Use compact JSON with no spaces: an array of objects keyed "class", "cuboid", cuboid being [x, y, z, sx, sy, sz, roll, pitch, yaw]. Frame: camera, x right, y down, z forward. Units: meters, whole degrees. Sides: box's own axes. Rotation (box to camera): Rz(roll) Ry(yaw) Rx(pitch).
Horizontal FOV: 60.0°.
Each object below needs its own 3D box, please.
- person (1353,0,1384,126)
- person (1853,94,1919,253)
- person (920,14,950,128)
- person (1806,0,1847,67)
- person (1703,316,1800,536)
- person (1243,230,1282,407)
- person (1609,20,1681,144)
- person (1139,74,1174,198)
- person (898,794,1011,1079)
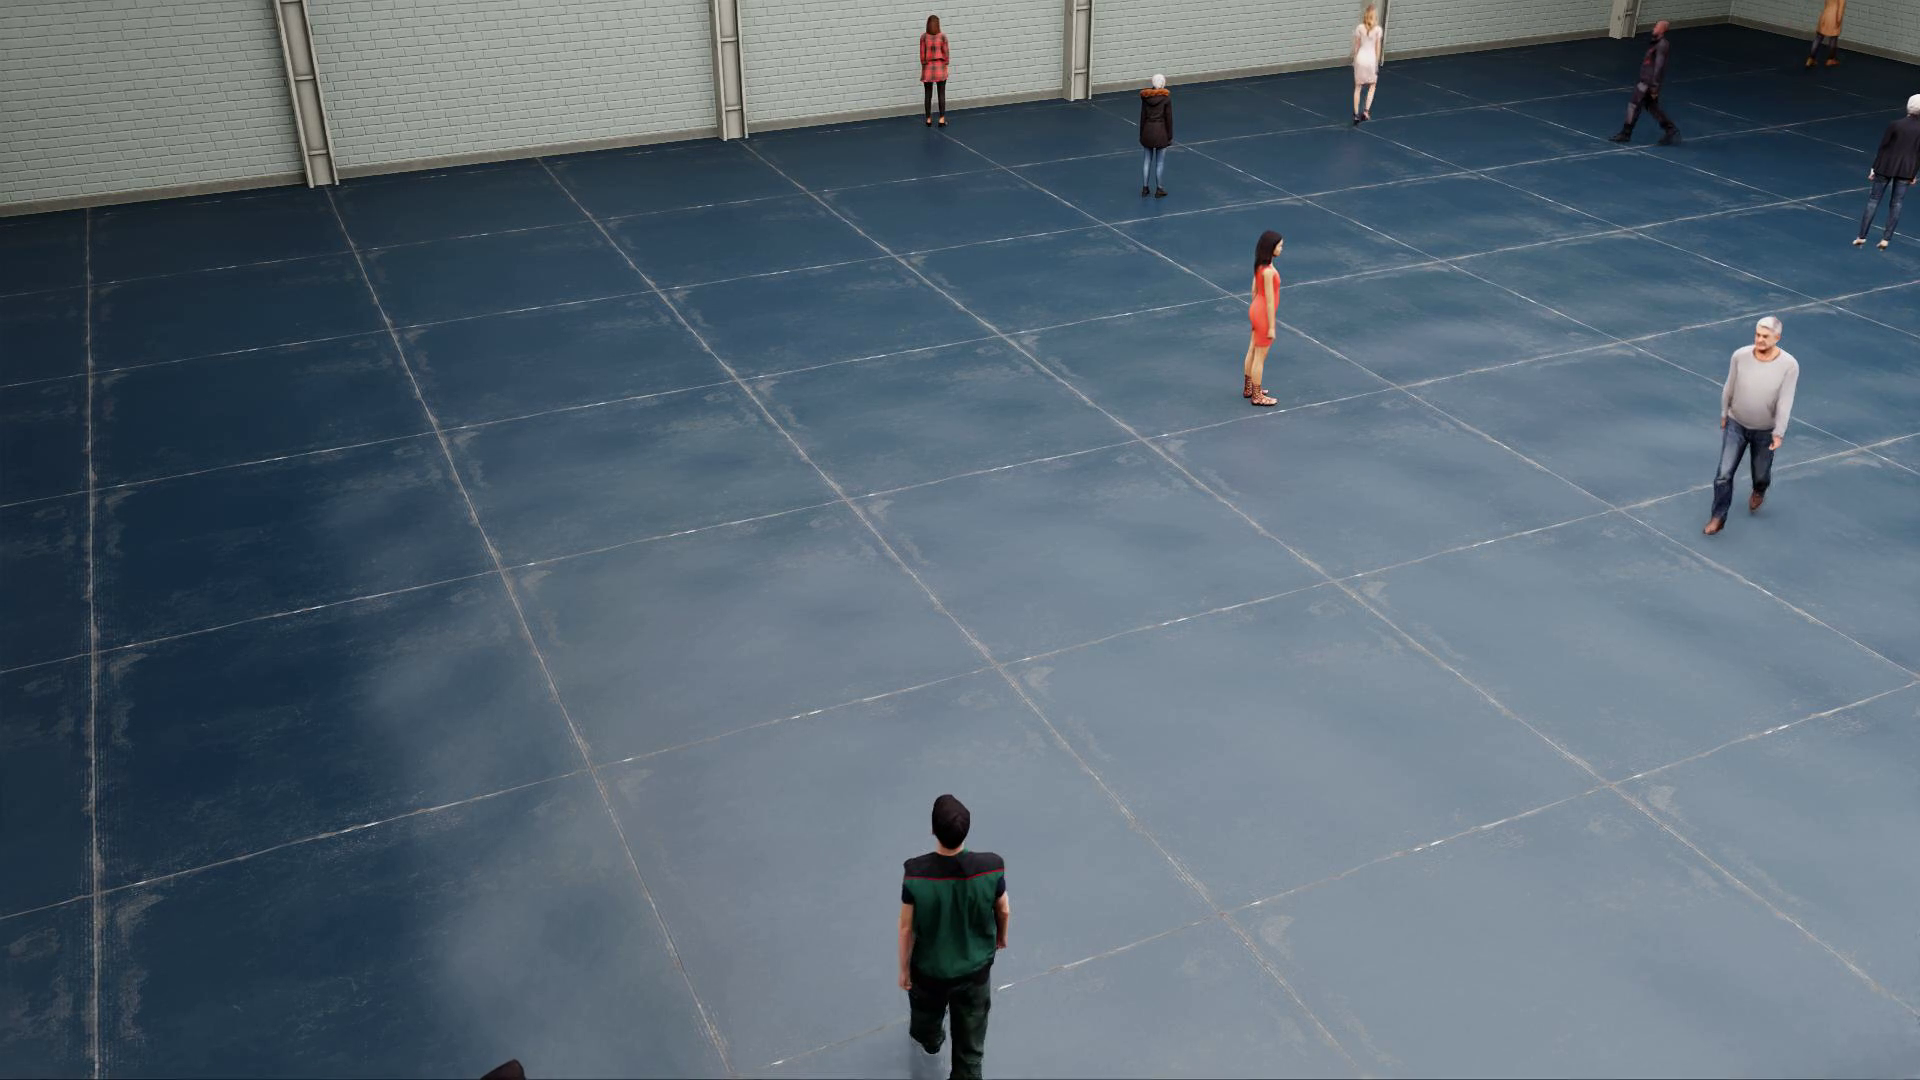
[{"class":"person","cuboid":[6.247,-7.331,25.740,0.769,1.817,0.830,14,31,24]},{"class":"person","cuboid":[10.376,-4.110,18.524,0.823,1.782,0.787,11,30,19]},{"class":"person","cuboid":[-0.393,-7.264,25.736,0.669,1.704,0.762,5,28,9]},{"class":"person","cuboid":[15.390,-9.252,29.466,0.896,1.706,0.650,-11,30,-20]},{"class":"person","cuboid":[6.573,-0.963,13.716,1.025,1.880,1.230,22,35,35]},{"class":"person","cuboid":[2.931,-2.156,16.124,0.621,1.723,0.647,-4,28,-7]},{"class":"person","cuboid":[10.385,-6.794,24.753,1.275,1.797,1.212,10,30,18]},{"class":"person","cuboid":[2.631,-5.454,22.411,0.743,1.634,0.788,13,31,23]},{"class":"person","cuboid":[-0.024,2.108,7.973,1.190,1.858,1.021,-3,28,-6]}]
